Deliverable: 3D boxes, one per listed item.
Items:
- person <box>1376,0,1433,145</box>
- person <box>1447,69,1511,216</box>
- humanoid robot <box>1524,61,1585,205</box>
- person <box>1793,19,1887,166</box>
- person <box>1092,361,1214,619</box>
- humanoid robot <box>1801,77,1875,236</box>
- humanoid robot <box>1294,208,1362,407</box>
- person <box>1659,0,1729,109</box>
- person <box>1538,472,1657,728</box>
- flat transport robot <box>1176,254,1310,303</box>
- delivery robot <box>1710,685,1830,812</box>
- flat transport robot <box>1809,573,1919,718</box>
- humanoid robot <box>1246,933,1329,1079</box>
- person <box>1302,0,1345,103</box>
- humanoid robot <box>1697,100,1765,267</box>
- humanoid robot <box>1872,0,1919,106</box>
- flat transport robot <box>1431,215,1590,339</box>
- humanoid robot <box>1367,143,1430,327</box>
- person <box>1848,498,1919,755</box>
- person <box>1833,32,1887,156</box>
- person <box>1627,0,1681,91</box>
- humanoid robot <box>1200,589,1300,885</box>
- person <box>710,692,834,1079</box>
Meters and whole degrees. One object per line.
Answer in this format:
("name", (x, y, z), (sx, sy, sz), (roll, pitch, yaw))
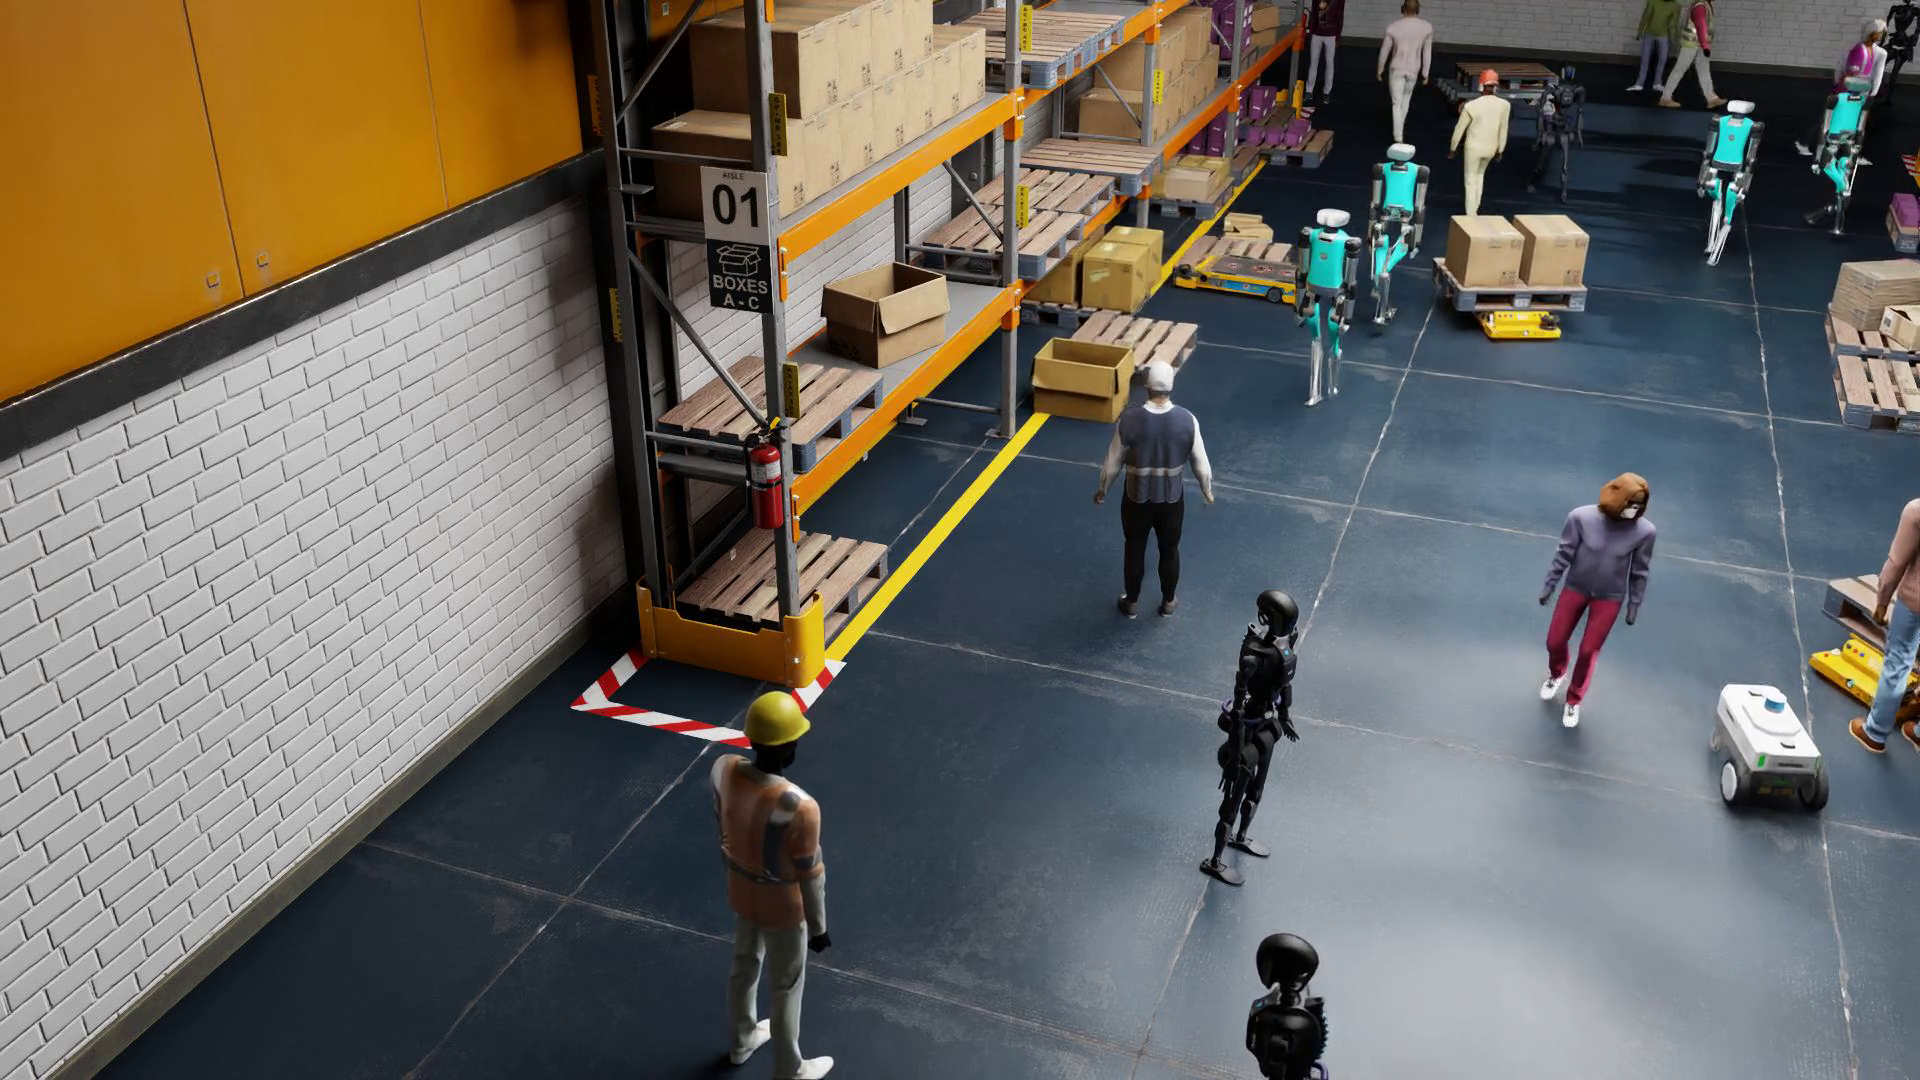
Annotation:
("person", (5.842, -6.233, 22.059), (0.658, 1.897, 0.956), (-1, 27, -2))
("person", (5.803, -4.427, 18.736), (0.585, 1.733, 0.541), (-7, 28, -13))
("humanoid robot", (7.053, -4.837, 19.646), (0.590, 1.634, 0.745), (-2, 27, -4))
("person", (11.324, -5.745, 21.228), (0.548, 1.798, 0.966), (-21, 34, -35))
("person", (1.251, -0.308, 10.729), (0.784, 1.757, 0.459), (0, 27, 1))
("humanoid robot", (9.682, -4.119, 18.168), (0.560, 1.743, 1.038), (-3, 27, -5))
("humanoid robot", (3.135, -1.913, 13.981), (0.543, 1.889, 0.784), (17, 32, 30))
("person", (10.635, -7.065, 23.792), (0.958, 1.794, 0.620), (19, 33, 32))
("person", (3.658, 0.325, 9.640), (0.567, 1.609, 0.371), (13, 30, 24))
("flat transport robot", (2.982, -2.658, 16.906), (1.431, 0.231, 0.659), (13, 30, 23))
("delivery robot", (4.478, 1.135, 9.241), (0.499, 0.598, 0.791), (2, 27, 4))
("flat transport robot", (6.088, 0.754, 10.289), (1.431, 0.231, 0.659), (-8, 28, -15))
("humanoid robot", (1.156, 2.131, 6.090), (0.520, 1.644, 0.591), (8, 28, 16))
("person", (5.318, -7.374, 24.220), (0.489, 1.952, 0.420), (13, 30, 24))
("humanoid robot", (8.035, -3.745, 17.415), (0.543, 1.766, 0.920), (18, 33, 32))
("humanoid robot", (13.536, -7.118, 24.020), (0.375, 1.655, 0.601), (-14, 30, -25))
("flat transport robot", (5.292, -2.285, 16.184), (0.659, 0.231, 1.431), (0, 27, 0))
("humanoid robot", (3.990, -2.755, 15.556), (0.557, 1.763, 1.058), (14, 30, 25))
("person", (5.415, 0.315, 9.275), (0.628, 1.985, 0.417), (2, 27, 5))
("person", (11.607, -5.872, 21.552), (0.564, 1.713, 0.778), (14, 30, 25))
("person", (10.407, -7.513, 24.862), (0.601, 1.612, 0.307), (11, 29, 20))
("humanoid robot", (1.481, 0.964, 8.343), (0.331, 1.648, 0.610), (20, 33, 33))
("person", (-0.781, 1.490, 7.074), (0.599, 1.913, 0.418), (21, 34, 35))
